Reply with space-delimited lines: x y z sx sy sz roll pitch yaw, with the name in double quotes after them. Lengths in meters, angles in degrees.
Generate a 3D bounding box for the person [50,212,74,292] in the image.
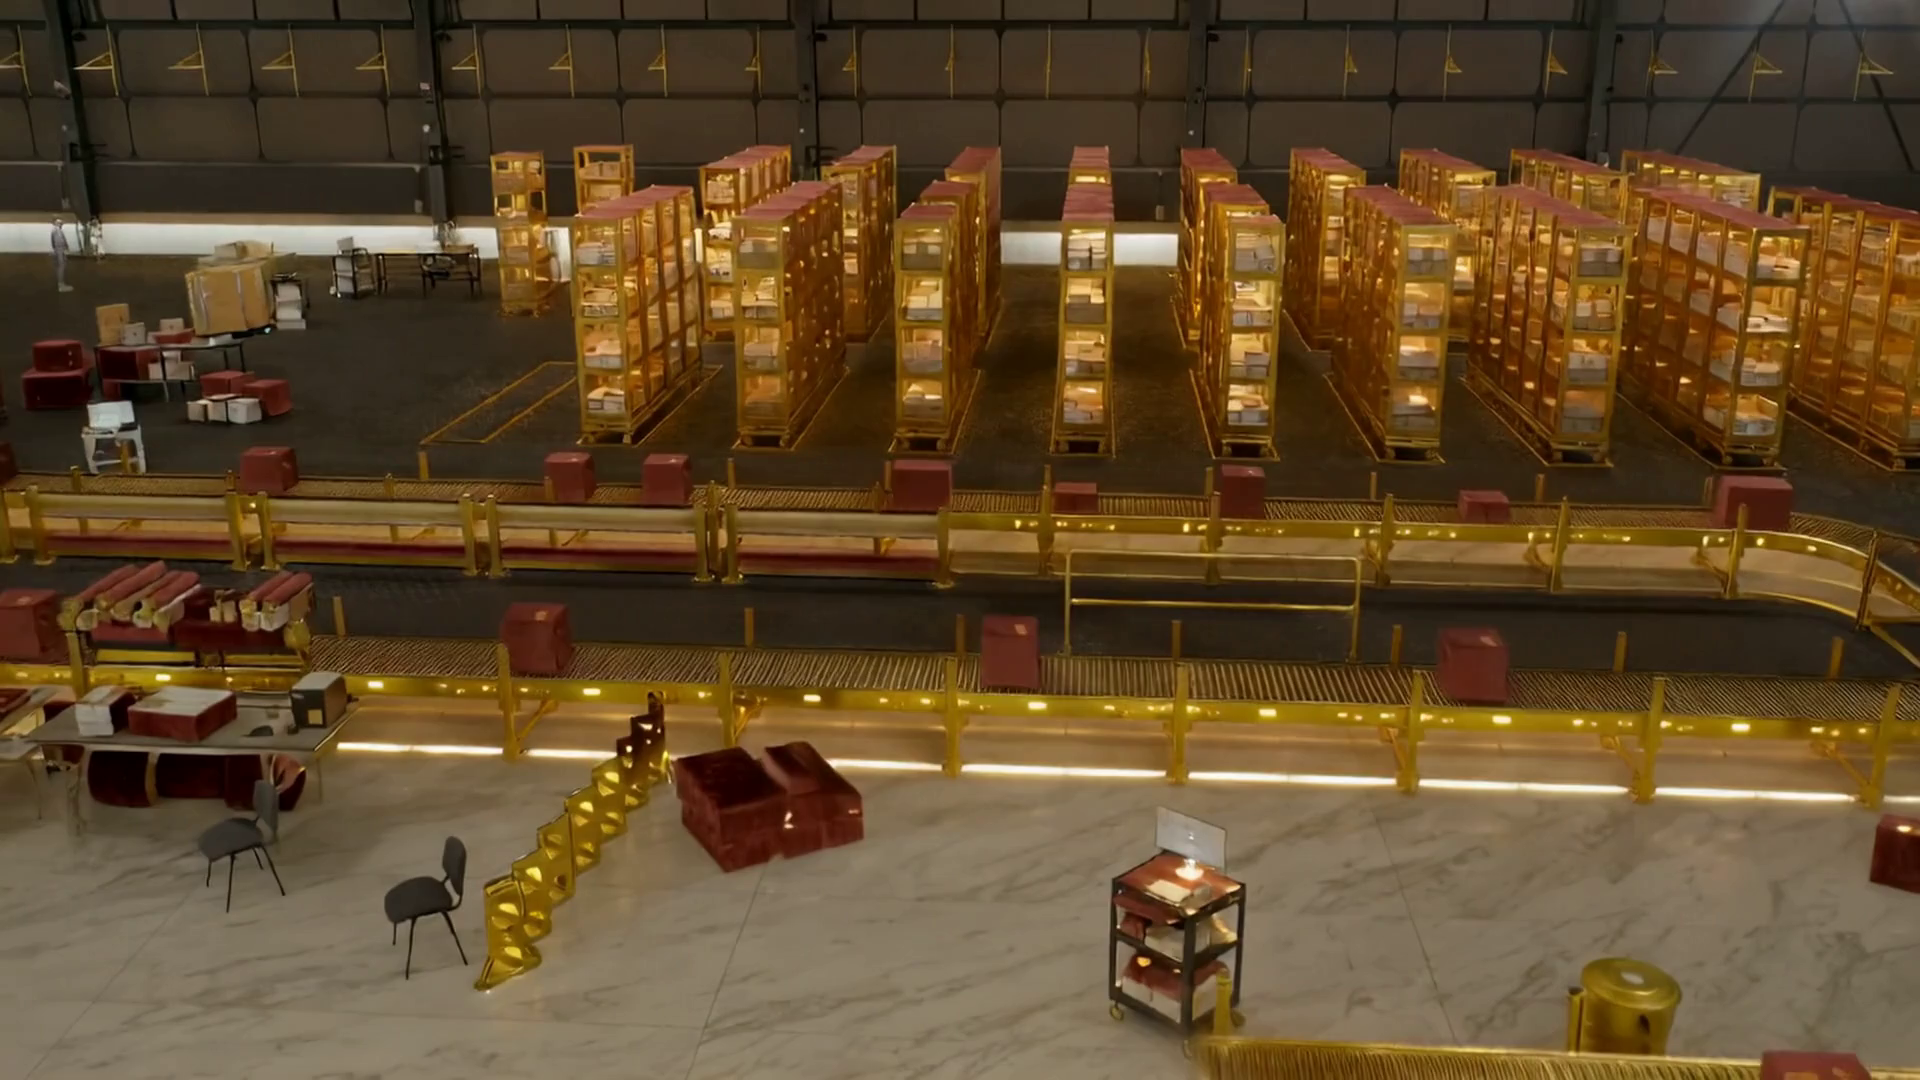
-22.069 -7.076 40.858 0.424 1.935 0.615 -8 19 -23 "person"

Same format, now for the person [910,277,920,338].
-0.733 -4.310 31.968 0.382 1.996 0.608 16 23 40 "person"

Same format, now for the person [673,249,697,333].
-5.888 -5.316 35.450 0.612 1.816 0.419 0 17 -1 "person"
